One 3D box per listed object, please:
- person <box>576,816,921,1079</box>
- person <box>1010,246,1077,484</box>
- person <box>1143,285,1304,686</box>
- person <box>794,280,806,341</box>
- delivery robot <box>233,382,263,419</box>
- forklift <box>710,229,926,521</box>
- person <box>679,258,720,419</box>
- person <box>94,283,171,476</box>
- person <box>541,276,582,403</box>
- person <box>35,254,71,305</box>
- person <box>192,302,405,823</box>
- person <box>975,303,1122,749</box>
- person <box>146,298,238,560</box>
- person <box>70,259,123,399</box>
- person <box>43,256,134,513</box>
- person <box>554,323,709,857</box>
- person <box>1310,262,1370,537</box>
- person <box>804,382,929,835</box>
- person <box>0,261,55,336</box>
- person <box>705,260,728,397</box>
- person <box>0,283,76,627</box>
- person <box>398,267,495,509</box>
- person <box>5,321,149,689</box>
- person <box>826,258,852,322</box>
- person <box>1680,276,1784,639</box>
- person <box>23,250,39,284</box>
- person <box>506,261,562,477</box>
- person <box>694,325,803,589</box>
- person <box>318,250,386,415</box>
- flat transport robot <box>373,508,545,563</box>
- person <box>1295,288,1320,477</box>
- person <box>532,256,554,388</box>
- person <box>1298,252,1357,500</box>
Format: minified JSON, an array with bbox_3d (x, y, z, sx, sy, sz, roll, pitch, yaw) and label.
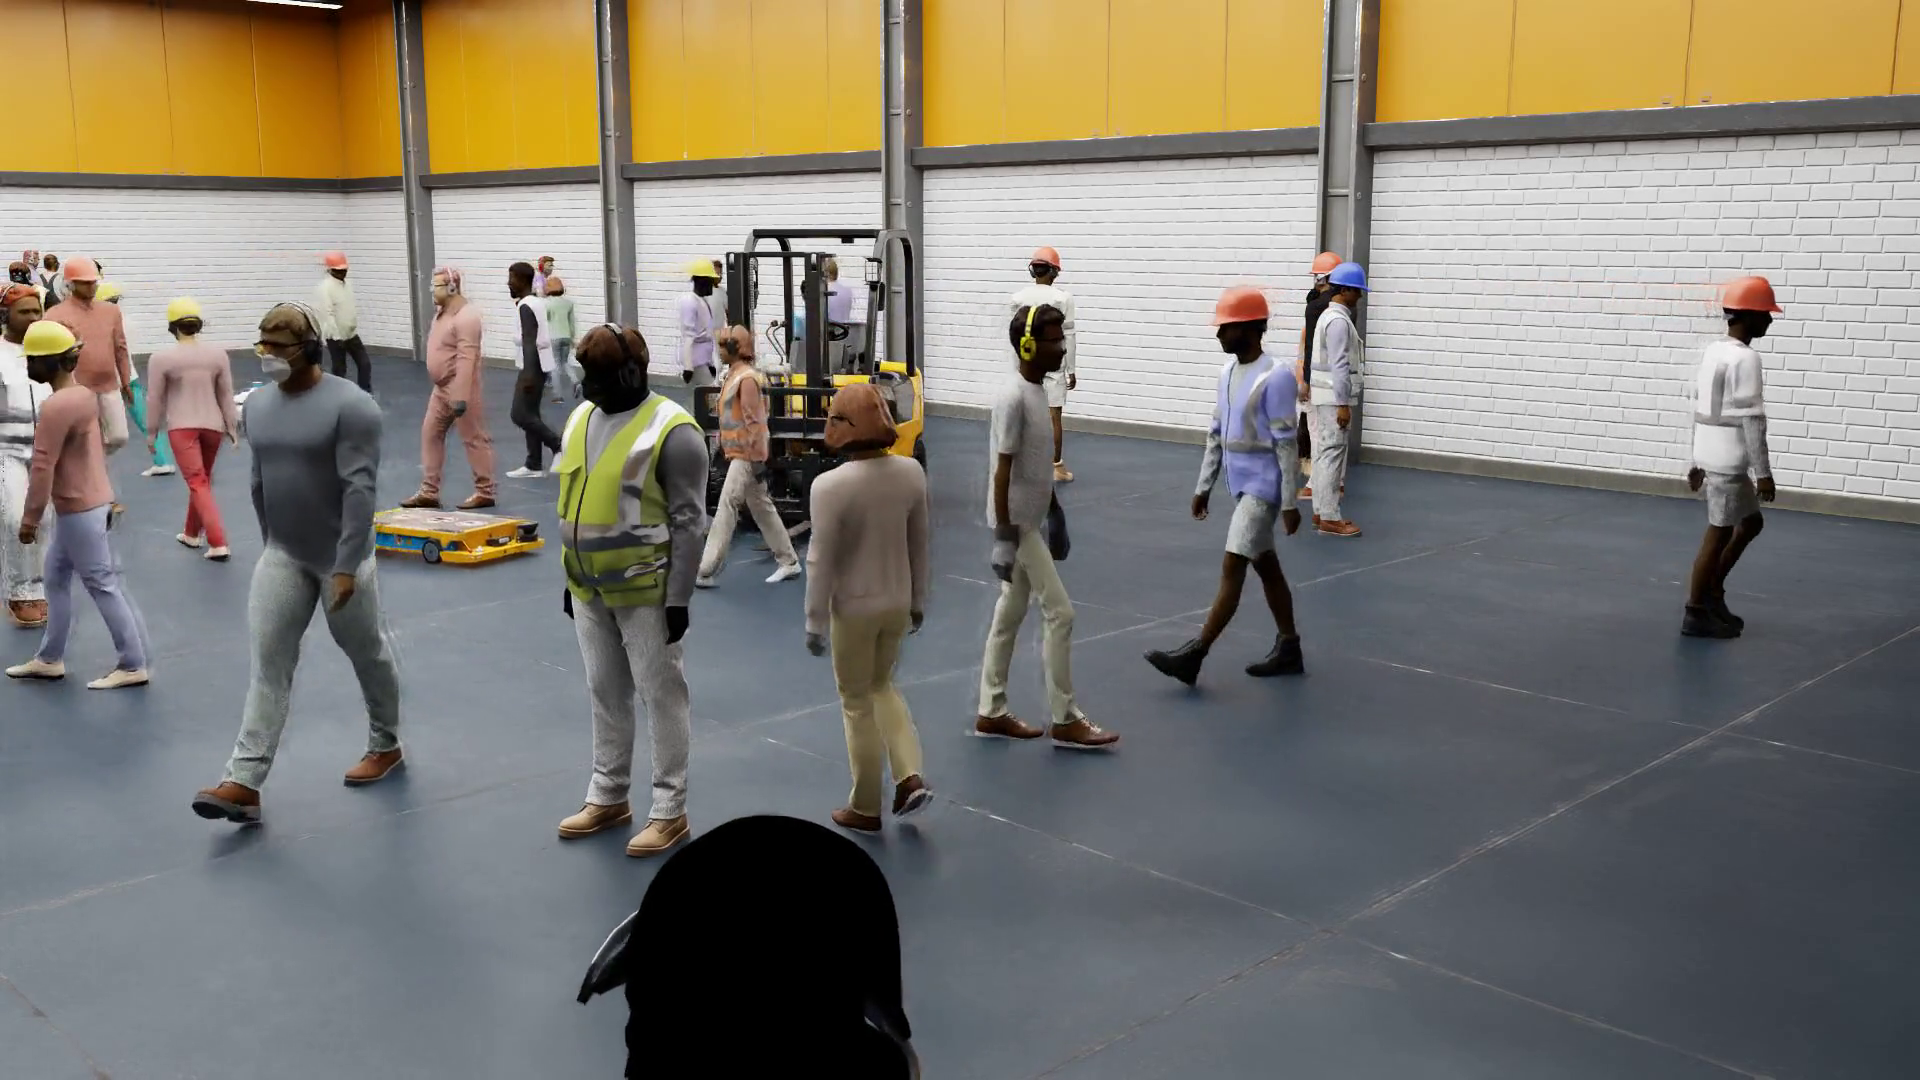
[{"bbox_3d":[-0.135,1.035,1.085,0.404,1.827,0.589,9,14,41],"label":"person"},{"bbox_3d":[0.727,-1.496,14.310,0.606,2.039,0.381,5,11,25],"label":"person"},{"bbox_3d":[1.270,-0.247,7.872,0.926,1.890,0.558,-3,11,-16],"label":"person"},{"bbox_3d":[-1.563,-1.961,17.836,0.536,1.674,0.689,-6,12,-32],"label":"person"},{"bbox_3d":[-7.548,-1.459,17.900,0.707,0.478,0.477,-4,11,-19],"label":"delivery robot"},{"bbox_3d":[-1.050,-1.319,12.920,1.214,2.155,2.313,2,11,13],"label":"forklift"},{"bbox_3d":[-2.457,-1.708,15.803,0.408,1.914,0.585,0,10,0],"label":"person"},{"bbox_3d":[-7.457,-1.393,14.630,0.916,1.713,0.543,0,10,-1],"label":"person"},{"bbox_3d":[-5.094,-2.546,21.194,0.417,1.619,0.499,9,14,40],"label":"person"},{"bbox_3d":[-13.762,-3.419,25.323,0.506,1.846,0.345,-1,10,-4],"label":"person"},{"bbox_3d":[-2.420,0.079,6.129,0.628,1.879,1.024,3,11,17],"label":"person"},{"bbox_3d":[0.402,-0.042,6.904,0.768,1.842,0.555,2,11,12],"label":"person"},{"bbox_3d":[-5.103,-0.737,11.049,0.897,1.714,0.543,9,14,40],"label":"person"},{"bbox_3d":[-9.775,-2.244,18.850,0.329,1.872,0.510,10,14,43],"label":"person"},{"bbox_3d":[-6.765,-1.201,12.869,0.667,1.977,0.633,6,12,31],"label":"person"},{"bbox_3d":[-1.163,0.172,5.767,0.619,1.839,0.430,7,13,34],"label":"person"},{"bbox_3d":[2.694,-1.001,11.870,0.393,1.943,0.602,1,10,4],"label":"person"},{"bbox_3d":[-0.345,0.250,5.894,0.519,1.621,0.335,-10,14,-43],"label":"person"},{"bbox_3d":[-10.427,-2.180,18.576,0.623,1.844,0.429,-3,11,-16],"label":"person"},{"bbox_3d":[-3.048,-2.500,20.347,0.516,1.843,0.787,-10,14,-42],"label":"person"},{"bbox_3d":[-5.074,-0.450,9.045,0.556,1.870,0.632,7,13,34],"label":"person"},{"bbox_3d":[-4.000,-1.146,12.815,0.826,1.877,0.681,-8,13,-37],"label":"person"},{"bbox_3d":[-4.230,-0.141,7.756,0.781,1.736,0.534,-2,11,-12],"label":"person"},{"bbox_3d":[-1.359,-1.907,16.921,0.691,1.902,0.641,7,12,33],"label":"person"},{"bbox_3d":[4.085,-0.414,8.739,0.514,1.919,0.552,2,11,11],"label":"person"},{"bbox_3d":[-14.556,-3.604,26.179,0.638,1.902,0.407,9,13,39],"label":"person"},{"bbox_3d":[-3.740,-1.483,14.595,0.491,1.905,0.621,-2,11,-10],"label":"person"},{"bbox_3d":[-1.335,-0.500,10.106,0.825,1.589,0.530,-3,11,-15],"label":"person"},{"bbox_3d":[-7.043,-2.350,19.210,0.774,1.950,0.647,3,11,15],"label":"person"},{"bbox_3d":[-3.575,-0.048,11.232,1.431,0.197,0.652,6,12,28],"label":"flat transport robot"},{"bbox_3d":[3.140,-1.406,14.773,0.320,1.694,0.531,4,11,21],"label":"person"},{"bbox_3d":[-5.850,-3.060,23.371,0.387,1.841,0.565,-1,10,-5],"label":"person"},{"bbox_3d":[2.947,-1.314,13.434,0.622,1.993,0.382,-10,14,-42],"label":"person"}]
